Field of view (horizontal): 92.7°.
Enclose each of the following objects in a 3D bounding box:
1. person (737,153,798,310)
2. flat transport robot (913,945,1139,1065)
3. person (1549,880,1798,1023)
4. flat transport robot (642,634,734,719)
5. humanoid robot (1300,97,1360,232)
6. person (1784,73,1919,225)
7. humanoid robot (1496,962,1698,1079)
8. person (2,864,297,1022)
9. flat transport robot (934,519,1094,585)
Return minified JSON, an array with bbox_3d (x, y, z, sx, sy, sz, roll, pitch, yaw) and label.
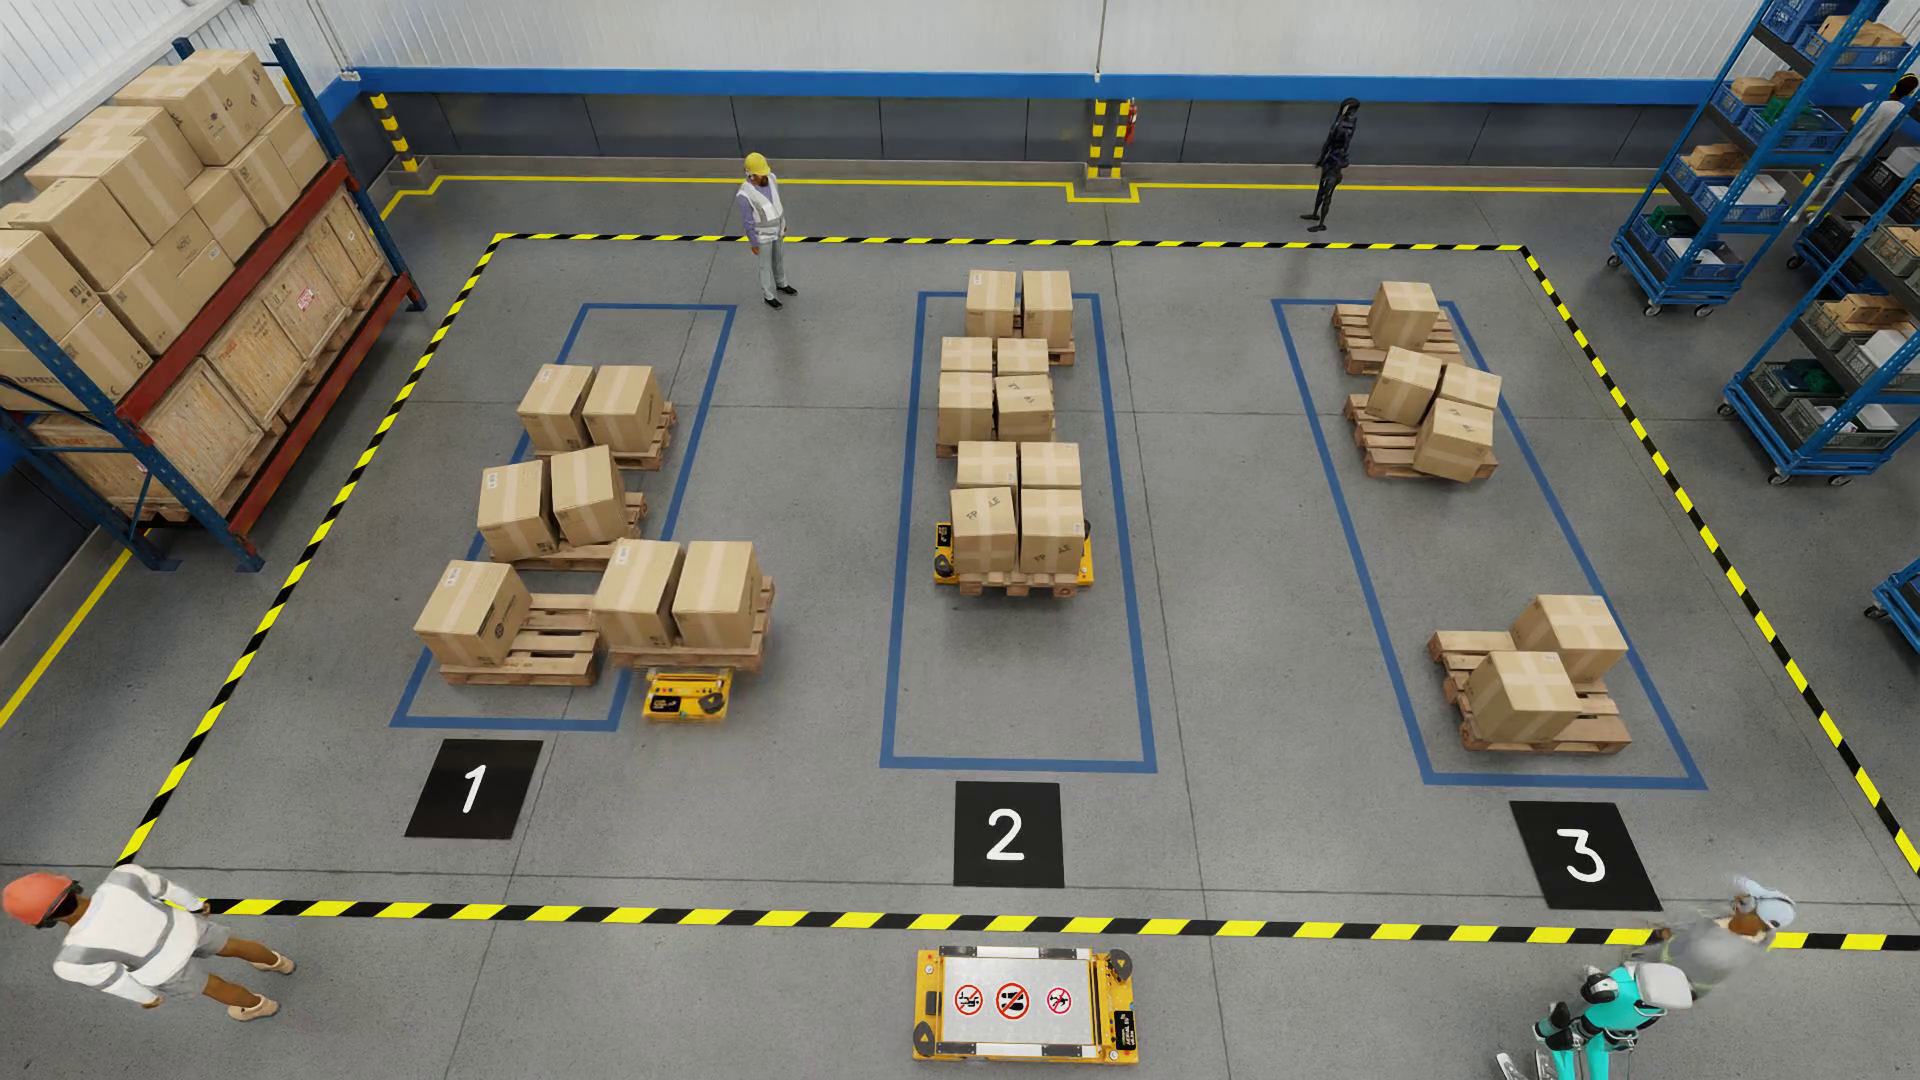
[{"bbox_3d":[-2.156,-3.479,10.312,0.404,1.830,0.601,24,55,18],"label":"person"},{"bbox_3d":[0.422,3.041,6.007,1.431,0.231,0.659,1,51,1],"label":"flat transport robot"},{"bbox_3d":[4.211,2.534,5.427,0.643,1.811,0.373,-22,54,-17],"label":"person"},{"bbox_3d":[-2.213,0.832,7.790,0.652,0.197,1.431,1,51,1],"label":"flat transport robot"},{"bbox_3d":[4.606,-4.638,11.348,0.315,1.657,0.599,-1,51,0],"label":"humanoid robot"},{"bbox_3d":[11.088,-4.811,11.382,0.512,1.862,0.315,13,52,10],"label":"person"},{"bbox_3d":[3.555,2.907,5.082,0.533,1.677,0.735,0,51,0],"label":"humanoid robot"},{"bbox_3d":[-4.702,2.403,5.391,0.401,2.029,0.611,1,51,1],"label":"person"},{"bbox_3d":[0.490,0.087,8.397,1.431,0.197,0.652,1,51,1],"label":"flat transport robot"}]
